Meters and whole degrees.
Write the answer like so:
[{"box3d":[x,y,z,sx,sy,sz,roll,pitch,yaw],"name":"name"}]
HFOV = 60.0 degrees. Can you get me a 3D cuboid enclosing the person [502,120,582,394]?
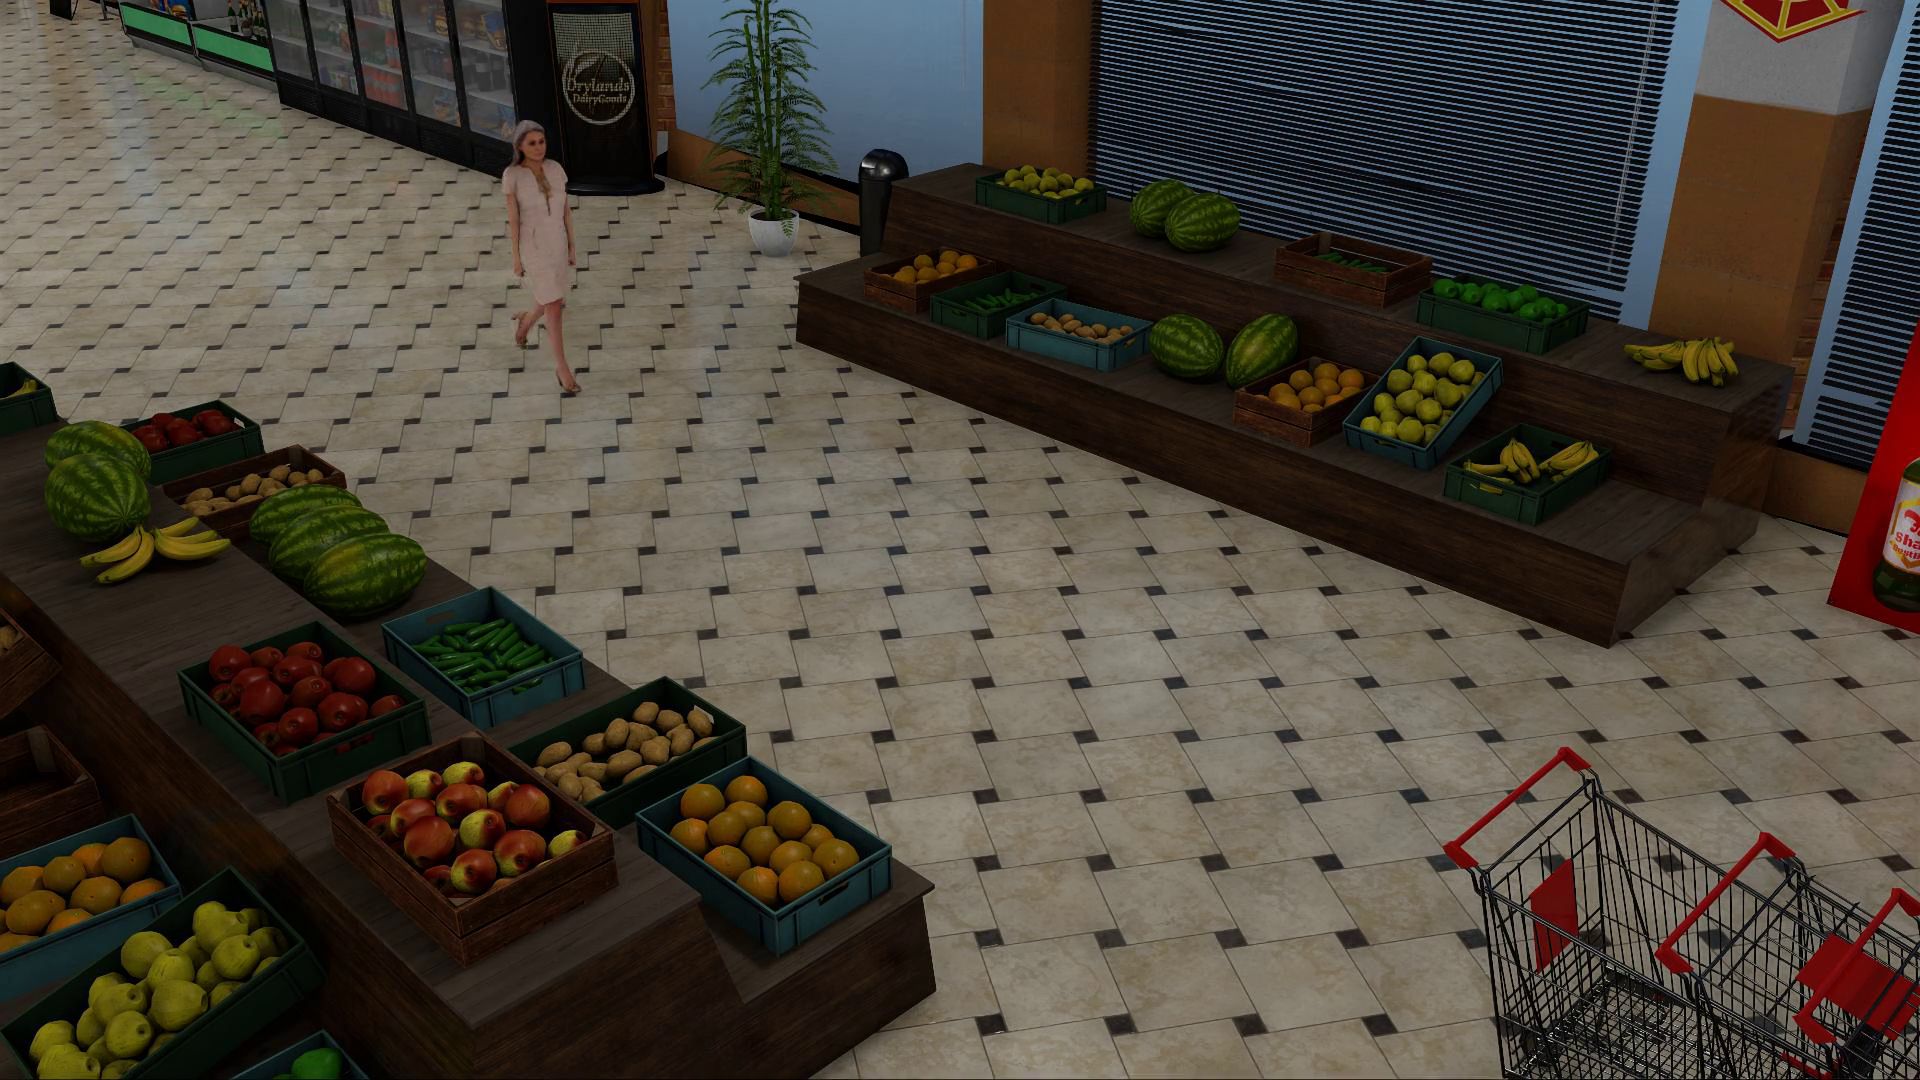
[{"box3d":[-2.708,-1.820,10.635,0.597,1.715,1.024,-23,35,-38],"name":"person"}]
